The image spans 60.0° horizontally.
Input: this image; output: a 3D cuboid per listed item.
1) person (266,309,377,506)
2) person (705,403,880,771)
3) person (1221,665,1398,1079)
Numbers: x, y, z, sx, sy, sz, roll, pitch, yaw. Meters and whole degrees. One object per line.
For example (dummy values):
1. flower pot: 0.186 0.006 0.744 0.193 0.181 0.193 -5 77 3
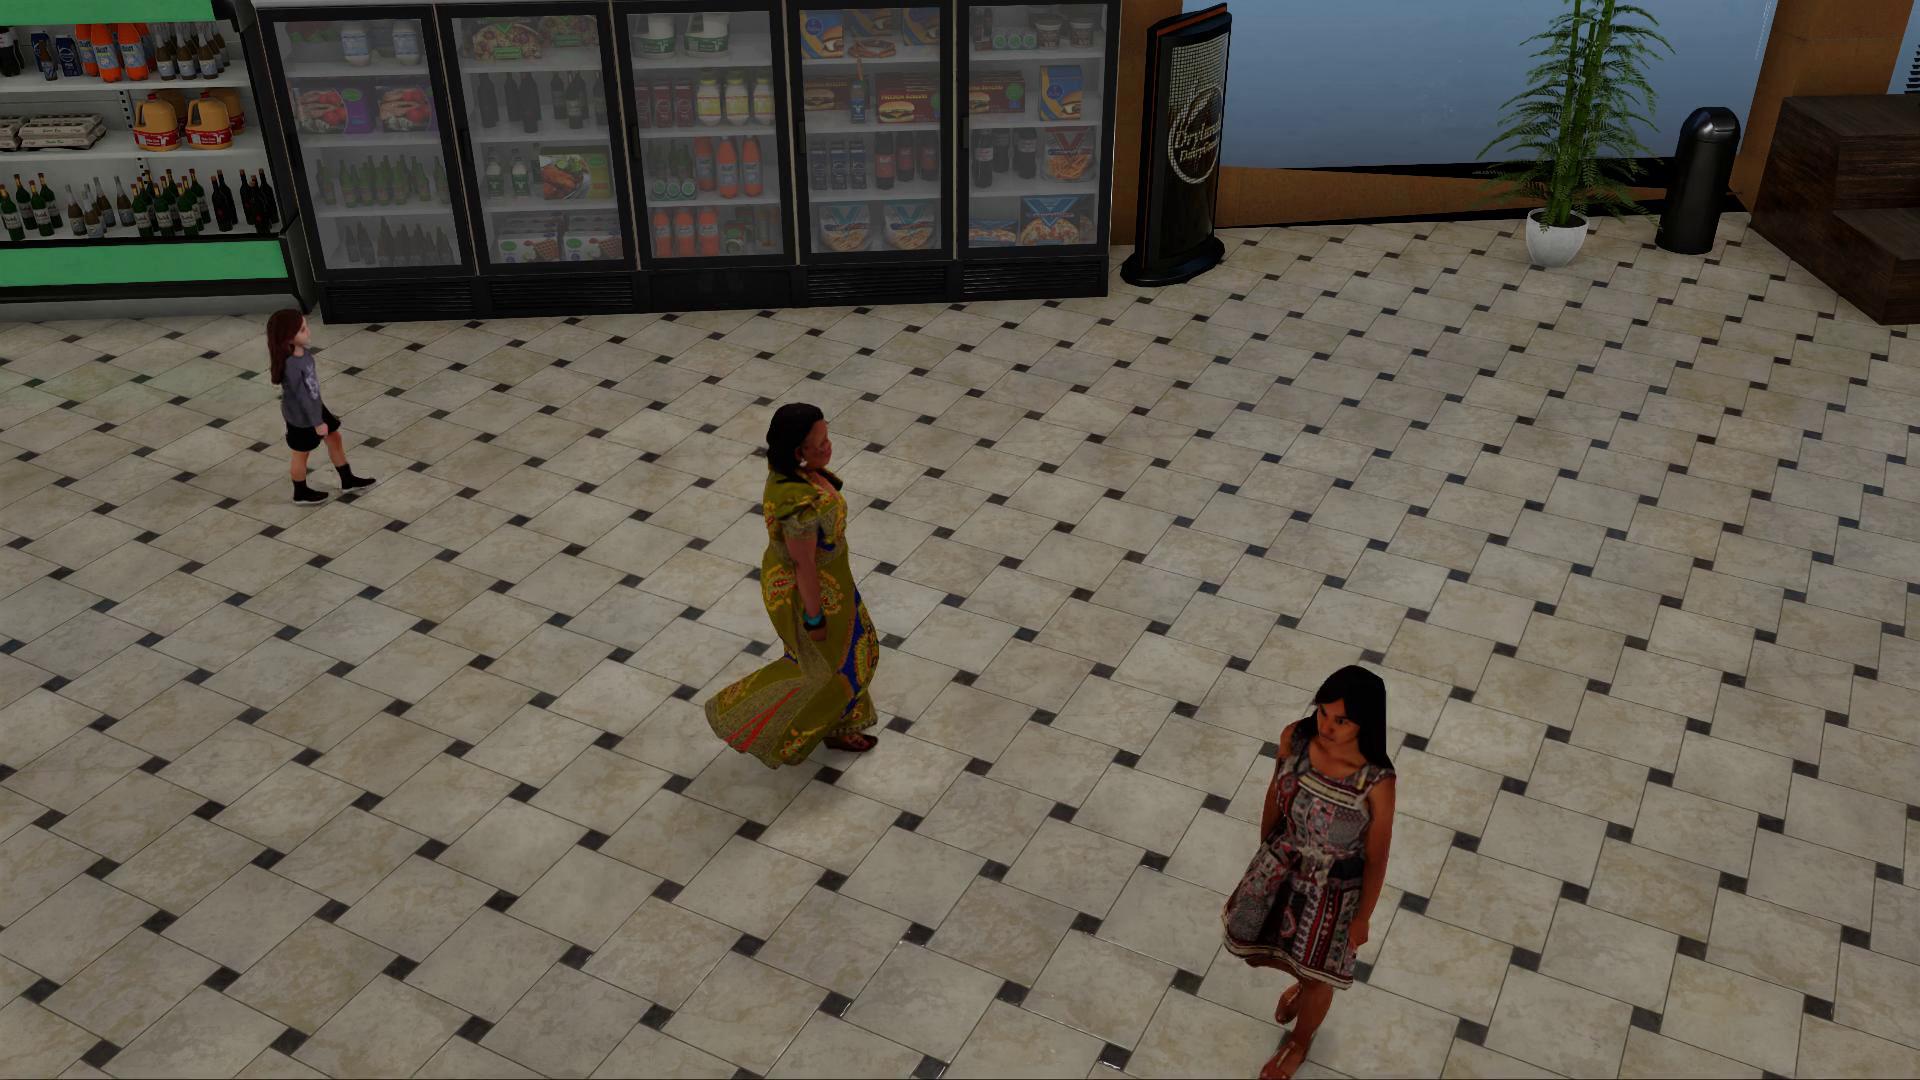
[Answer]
1. person: -3.417 -0.668 8.523 0.629 1.091 0.471 -3 32 -4
2. person: -0.678 0.227 6.560 0.909 1.644 0.694 -3 32 -5
3. person: 1.177 1.035 5.268 0.903 1.638 0.841 -28 41 -37
